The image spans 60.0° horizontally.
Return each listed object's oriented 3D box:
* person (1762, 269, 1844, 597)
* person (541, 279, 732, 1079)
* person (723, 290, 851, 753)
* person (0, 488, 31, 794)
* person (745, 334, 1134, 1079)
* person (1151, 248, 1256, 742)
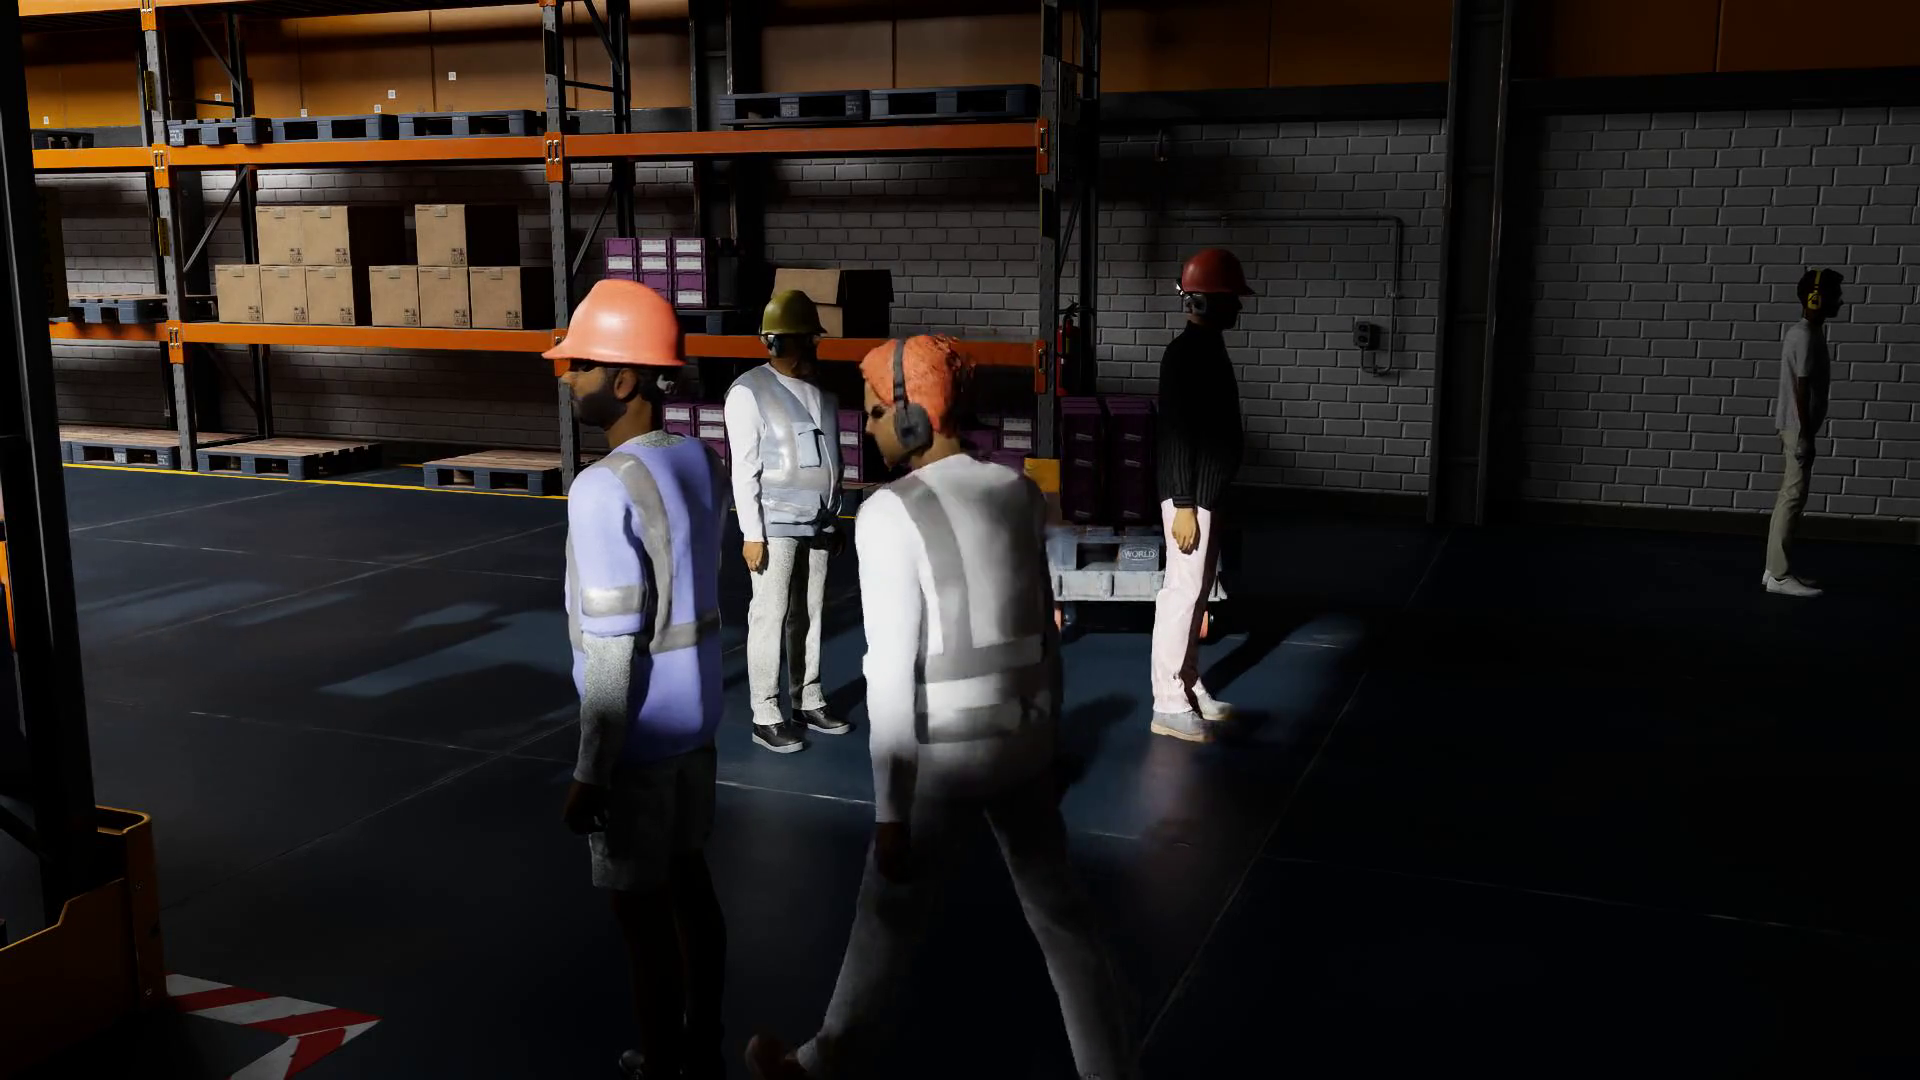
[{"bbox_3d":[4.866,-0.617,9.573,0.313,1.869,0.538,4,11,22],"label":"person"},{"bbox_3d":[-0.708,0.403,3.693,0.348,1.942,0.546,3,11,15],"label":"person"},{"bbox_3d":[-0.666,-0.081,6.689,0.404,1.833,0.589,7,12,34],"label":"person"},{"bbox_3d":[-3.661,0.063,6.080,0.535,1.766,0.321,-1,10,-7],"label":"person"},{"bbox_3d":[-0.016,0.469,3.640,1.007,1.813,0.678,9,14,41],"label":"person"},{"bbox_3d":[0.997,-0.188,6.833,0.397,1.992,0.622,4,11,22],"label":"person"}]
